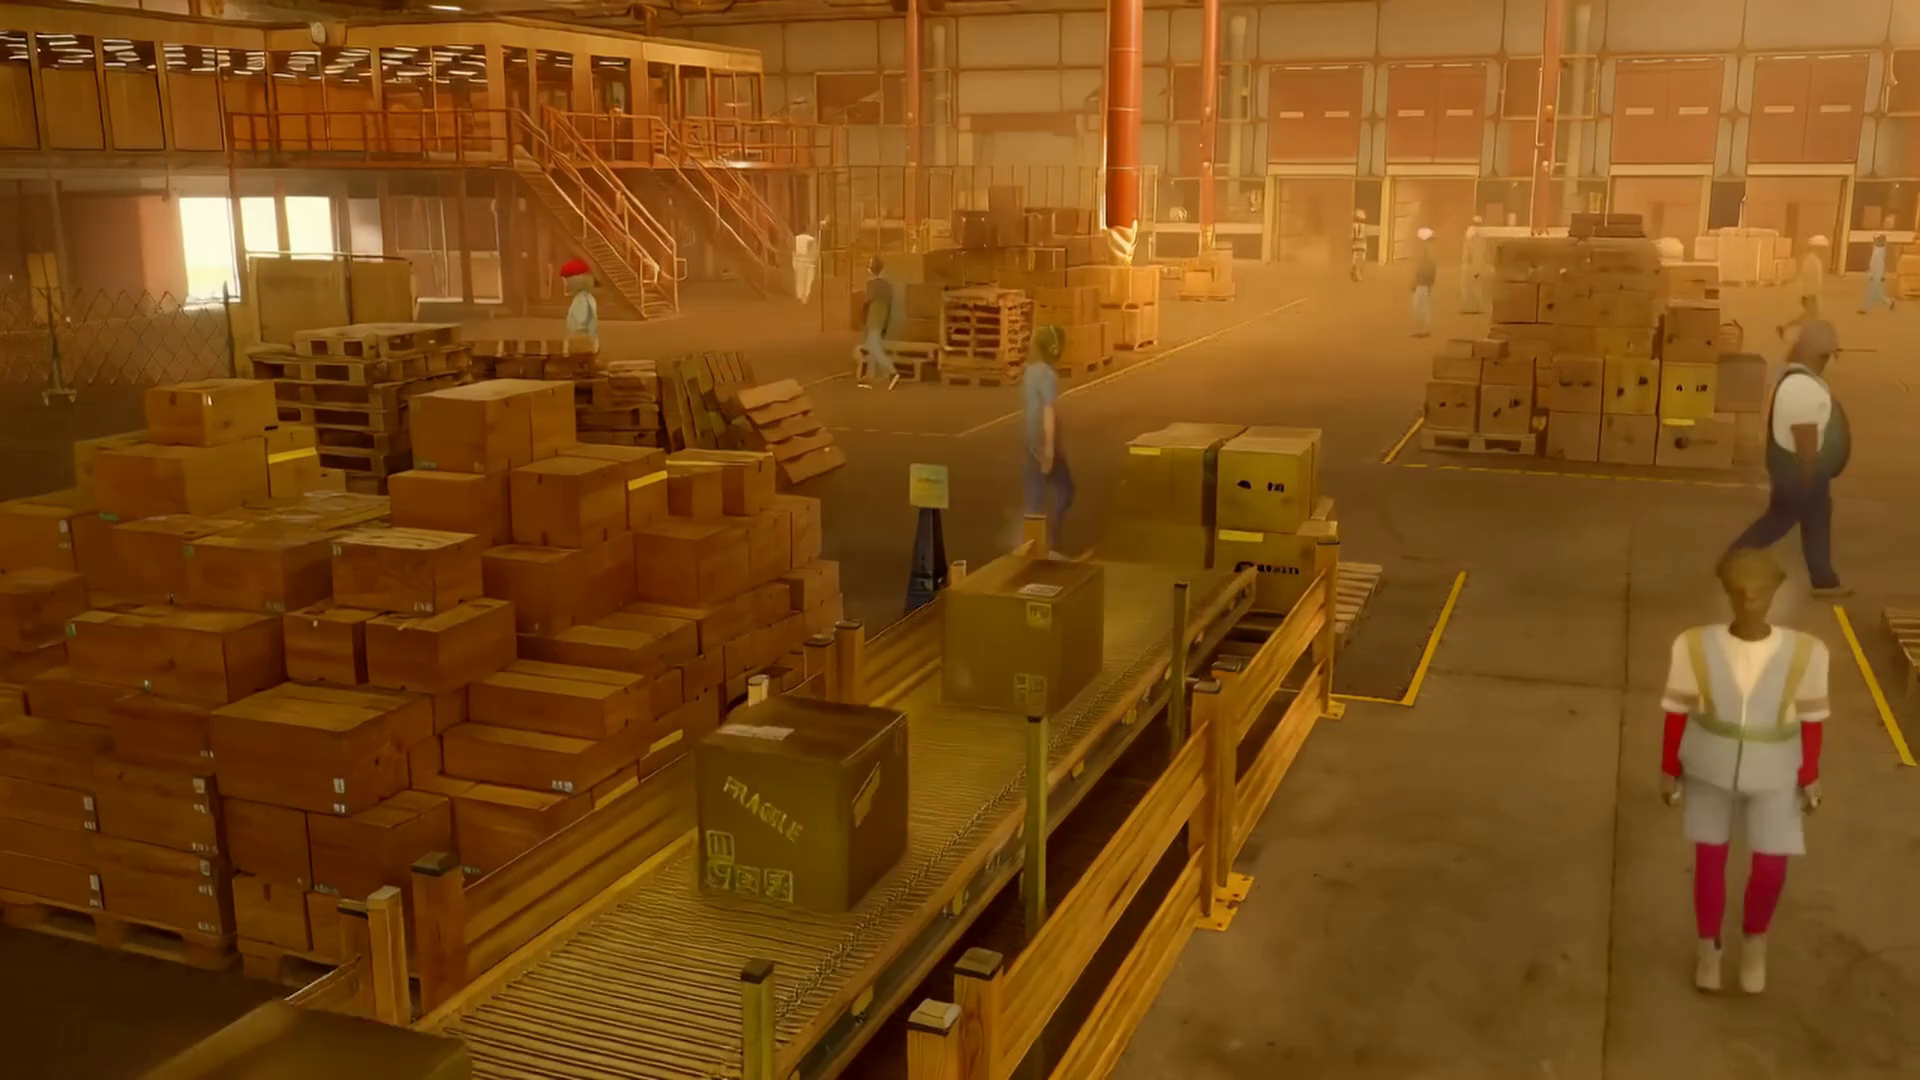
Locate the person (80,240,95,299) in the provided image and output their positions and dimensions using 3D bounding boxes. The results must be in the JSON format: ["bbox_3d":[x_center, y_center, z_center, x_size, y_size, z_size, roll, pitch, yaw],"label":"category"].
[{"bbox_3d":[-19.228,-6.045,36.485,0.403,1.904,0.651,-1,13,-7],"label":"person"}]

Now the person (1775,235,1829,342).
[{"bbox_3d":[14.562,-4.290,28.649,0.713,1.907,0.591,7,15,30],"label":"person"}]

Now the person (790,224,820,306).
[{"bbox_3d":[-3.441,-6.079,36.871,0.626,1.818,0.746,1,13,7],"label":"person"}]

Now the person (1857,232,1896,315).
[{"bbox_3d":[19.196,-5.549,34.684,0.680,1.724,0.492,4,13,17],"label":"person"}]

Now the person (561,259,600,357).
[{"bbox_3d":[-4.145,-2.043,18.247,0.374,2.044,0.605,0,13,-1],"label":"person"}]

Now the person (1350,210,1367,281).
[{"bbox_3d":[10.839,-8.017,45.308,0.578,1.923,0.487,-7,14,-29],"label":"person"}]

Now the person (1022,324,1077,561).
[{"bbox_3d":[0.663,-0.717,12.729,0.498,1.853,0.506,-6,14,-27],"label":"person"}]

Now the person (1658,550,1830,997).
[{"bbox_3d":[2.814,0.860,6.024,0.562,1.681,0.370,7,14,27],"label":"person"}]

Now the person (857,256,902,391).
[{"bbox_3d":[-1.125,-2.961,22.830,0.799,1.843,0.531,8,15,33],"label":"person"}]

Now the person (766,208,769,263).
[{"bbox_3d":[-5.753,-8.822,48.761,0.376,1.995,0.609,4,13,16],"label":"person"}]

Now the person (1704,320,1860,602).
[{"bbox_3d":[5.825,-0.571,11.649,0.984,2.000,0.690,5,14,23],"label":"person"}]

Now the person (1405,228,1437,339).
[{"bbox_3d":[8.268,-4.599,29.865,0.675,1.967,0.621,2,13,8],"label":"person"}]

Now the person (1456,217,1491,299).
[{"bbox_3d":[12.093,-6.615,39.074,0.612,1.901,0.969,-6,14,-24],"label":"person"}]

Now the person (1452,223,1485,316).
[{"bbox_3d":[10.581,-5.607,34.534,0.767,1.913,0.637,7,14,29],"label":"person"}]
